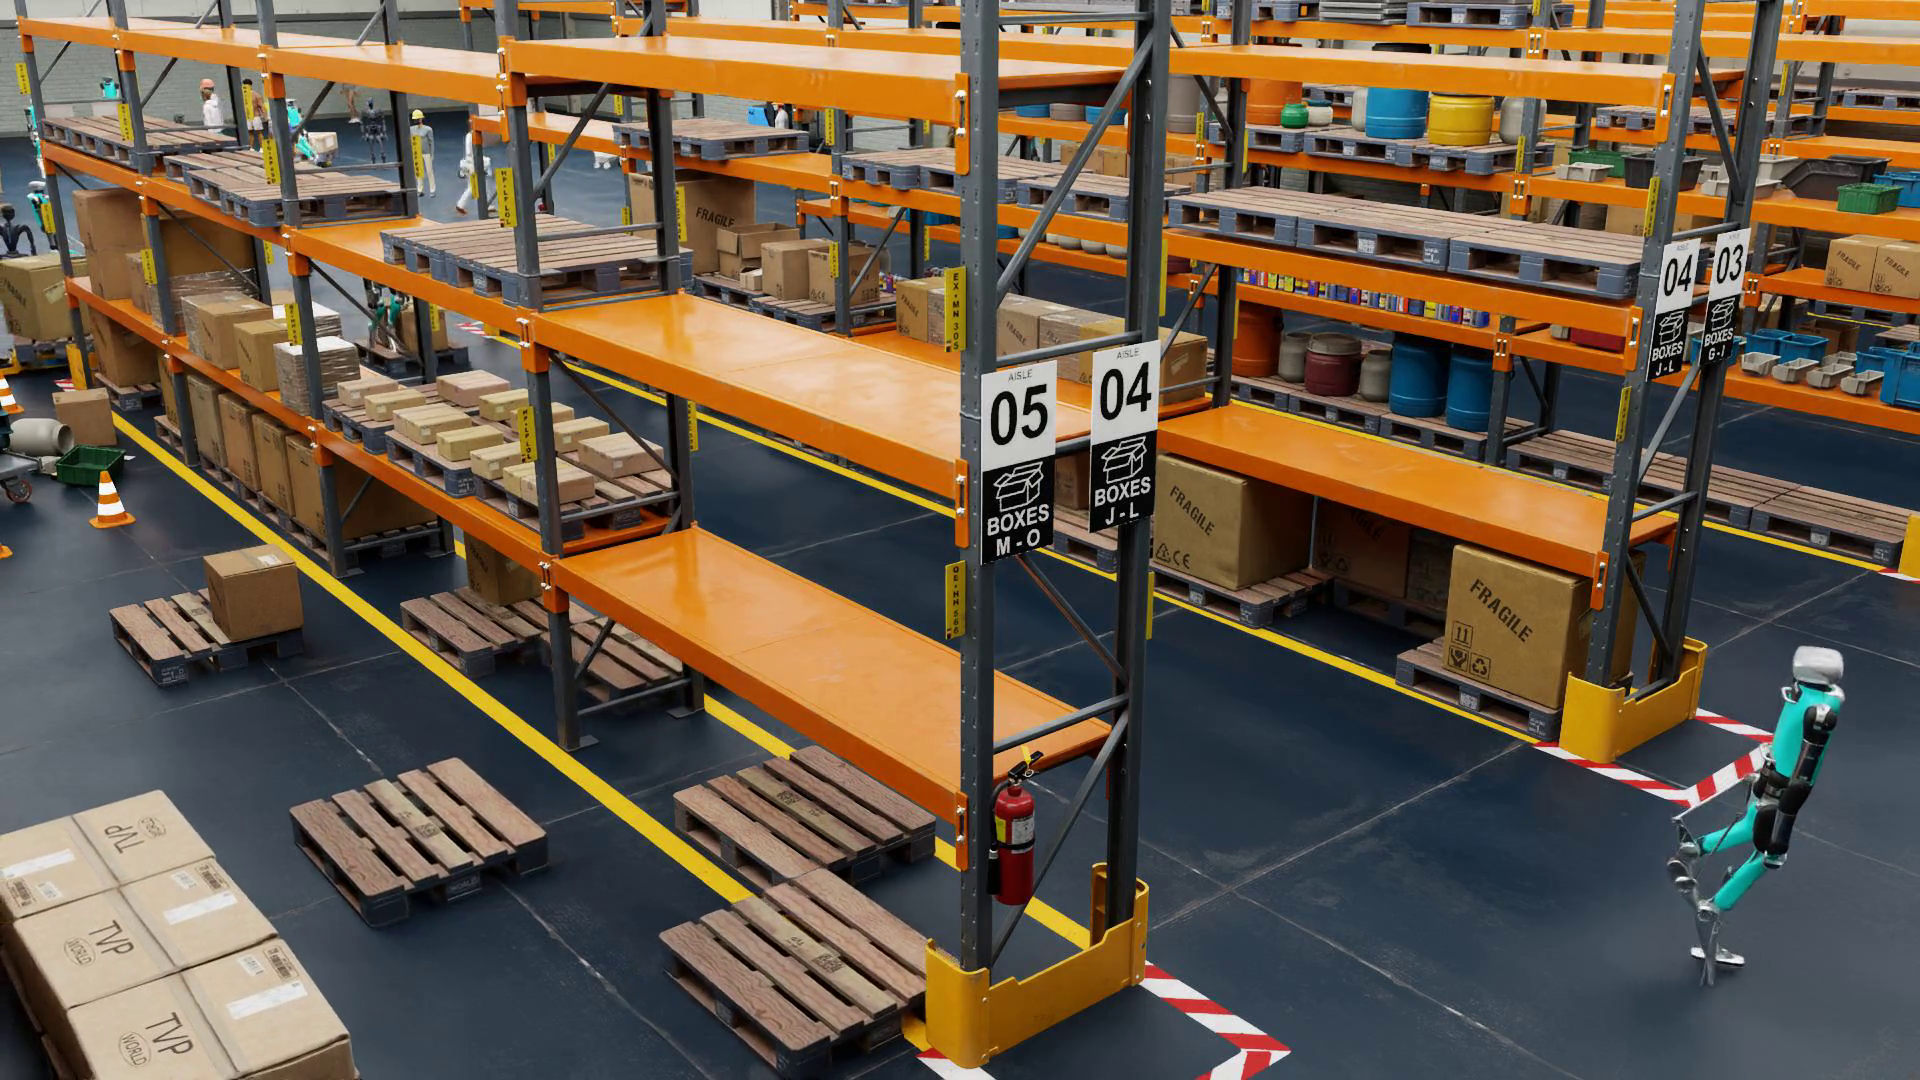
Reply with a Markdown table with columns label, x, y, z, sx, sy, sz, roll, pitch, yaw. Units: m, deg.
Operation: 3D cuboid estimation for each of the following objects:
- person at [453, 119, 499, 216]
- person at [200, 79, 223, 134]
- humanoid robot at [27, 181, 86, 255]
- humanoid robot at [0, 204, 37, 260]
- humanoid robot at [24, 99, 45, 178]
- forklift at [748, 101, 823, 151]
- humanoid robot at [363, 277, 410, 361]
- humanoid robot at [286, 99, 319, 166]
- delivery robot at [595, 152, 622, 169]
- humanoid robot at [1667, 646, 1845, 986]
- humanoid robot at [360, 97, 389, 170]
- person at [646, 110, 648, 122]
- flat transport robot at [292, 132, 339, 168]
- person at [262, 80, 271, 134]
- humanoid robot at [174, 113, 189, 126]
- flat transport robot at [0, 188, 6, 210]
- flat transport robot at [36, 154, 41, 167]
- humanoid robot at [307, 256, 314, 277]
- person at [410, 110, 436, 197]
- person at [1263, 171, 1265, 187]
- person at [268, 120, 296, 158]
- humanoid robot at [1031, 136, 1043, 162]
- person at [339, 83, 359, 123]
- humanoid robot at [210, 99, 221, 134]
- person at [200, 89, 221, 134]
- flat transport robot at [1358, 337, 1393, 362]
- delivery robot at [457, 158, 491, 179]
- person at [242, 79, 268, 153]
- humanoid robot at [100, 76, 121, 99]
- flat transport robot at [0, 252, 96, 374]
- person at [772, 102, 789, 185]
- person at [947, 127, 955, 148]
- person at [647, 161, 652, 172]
| label | x | y | z | sx | sy | sz | roll | pitch | yaw |
| --- | --- | --- | --- | --- | --- | --- | --- | --- | --- |
| person | -9.345 | -7.148 | 31.901 | 0.891 | 1.854 | 0.581 | -9 | 21 | -25 |
| person | -17.643 | -9.854 | 39.333 | 0.398 | 2.035 | 0.598 | -12 | 23 | -30 |
| humanoid robot | -12.830 | -4.232 | 23.893 | 0.774 | 1.849 | 0.544 | -9 | 21 | -23 |
| humanoid robot | -12.662 | -3.664 | 22.248 | 0.608 | 1.653 | 0.394 | -9 | 21 | -23 |
| humanoid robot | -20.736 | -9.033 | 37.547 | 0.554 | 1.858 | 0.758 | -13 | 23 | -33 |
| forklift | -4.526 | -11.368 | 42.374 | 1.129 | 2.768 | 1.873 | -15 | 24 | -37 |
| humanoid robot | -6.999 | -2.894 | 20.048 | 0.547 | 1.843 | 0.867 | -16 | 25 | -38 |
| humanoid robot | -14.647 | -8.924 | 37.148 | 0.748 | 1.793 | 0.531 | 7 | 21 | 20 |
| delivery robot | -8.320 | -9.071 | 39.351 | 0.499 | 0.614 | 0.785 | 6 | 20 | 15 |
| humanoid robot | 3.706 | 1.376 | 7.983 | 0.724 | 1.898 | 0.541 | 6 | 20 | 18 |
| humanoid robot | -13.630 | -9.451 | 38.694 | 0.609 | 1.648 | 0.314 | -7 | 21 | -19 |
| person | -7.430 | -10.365 | 40.933 | 0.505 | 1.919 | 1.033 | -13 | 23 | -32 |
| flat transport robot | -15.366 | -8.833 | 39.076 | 0.659 | 0.231 | 1.431 | 0 | 19 | 0 |
| person | -18.551 | -11.580 | 44.735 | 0.322 | 1.697 | 0.530 | -11 | 22 | -29 |
| humanoid robot | -16.215 | -8.181 | 35.096 | 0.465 | 1.639 | 0.586 | -13 | 23 | -32 |
| flat transport robot | -19.180 | -6.347 | 32.001 | 0.659 | 0.231 | 1.431 | 2 | 20 | 7 |
| flat transport robot | -21.729 | -9.096 | 39.824 | 0.659 | 0.231 | 1.431 | -10 | 21 | -25 |
| humanoid robot | -10.210 | -4.949 | 25.926 | 0.608 | 1.631 | 0.690 | 3 | 20 | 8 |
| person | -11.132 | -7.988 | 34.412 | 0.532 | 1.768 | 0.309 | 2 | 19 | 4 |
| person | 4.976 | -5.657 | 27.733 | 0.563 | 1.800 | 0.967 | -11 | 22 | -29 |
| person | -14.213 | -8.161 | 34.801 | 0.554 | 1.840 | 1.018 | 7 | 21 | 19 |
| humanoid robot | 1.614 | -7.437 | 33.015 | 0.861 | 1.833 | 0.547 | -7 | 21 | -20 |
| person | -18.291 | -13.390 | 49.667 | 0.501 | 1.851 | 0.721 | 11 | 22 | 28 |
| humanoid robot | -17.346 | -9.403 | 38.595 | 0.451 | 1.636 | 0.599 | 0 | 19 | 1 |
| person | -17.163 | -9.377 | 38.161 | 0.436 | 1.902 | 0.503 | 2 | 19 | 4 |
| flat transport robot | 4.941 | -2.285 | 20.439 | 0.659 | 0.231 | 1.431 | -14 | 24 | -34 |
| delivery robot | -10.934 | -8.411 | 37.470 | 0.499 | 0.614 | 0.815 | 7 | 21 | 20 |
| person | -17.852 | -10.699 | 42.017 | 0.773 | 1.845 | 0.425 | 2 | 19 | 6 |
| humanoid robot | -22.581 | -11.396 | 44.160 | 0.543 | 1.765 | 0.909 | 3 | 20 | 8 |
| flat transport robot | -10.946 | -2.245 | 20.326 | 1.431 | 0.231 | 0.659 | -10 | 22 | -26 |
| person | -3.895 | -8.709 | 36.291 | 0.376 | 1.890 | 0.569 | 0 | 19 | -1 |
| person | 0.026 | -7.546 | 33.177 | 0.586 | 1.743 | 0.633 | -17 | 25 | -40 |
| person | -5.135 | -6.015 | 28.520 | 0.374 | 1.958 | 0.596 | 5 | 20 | 14 |
